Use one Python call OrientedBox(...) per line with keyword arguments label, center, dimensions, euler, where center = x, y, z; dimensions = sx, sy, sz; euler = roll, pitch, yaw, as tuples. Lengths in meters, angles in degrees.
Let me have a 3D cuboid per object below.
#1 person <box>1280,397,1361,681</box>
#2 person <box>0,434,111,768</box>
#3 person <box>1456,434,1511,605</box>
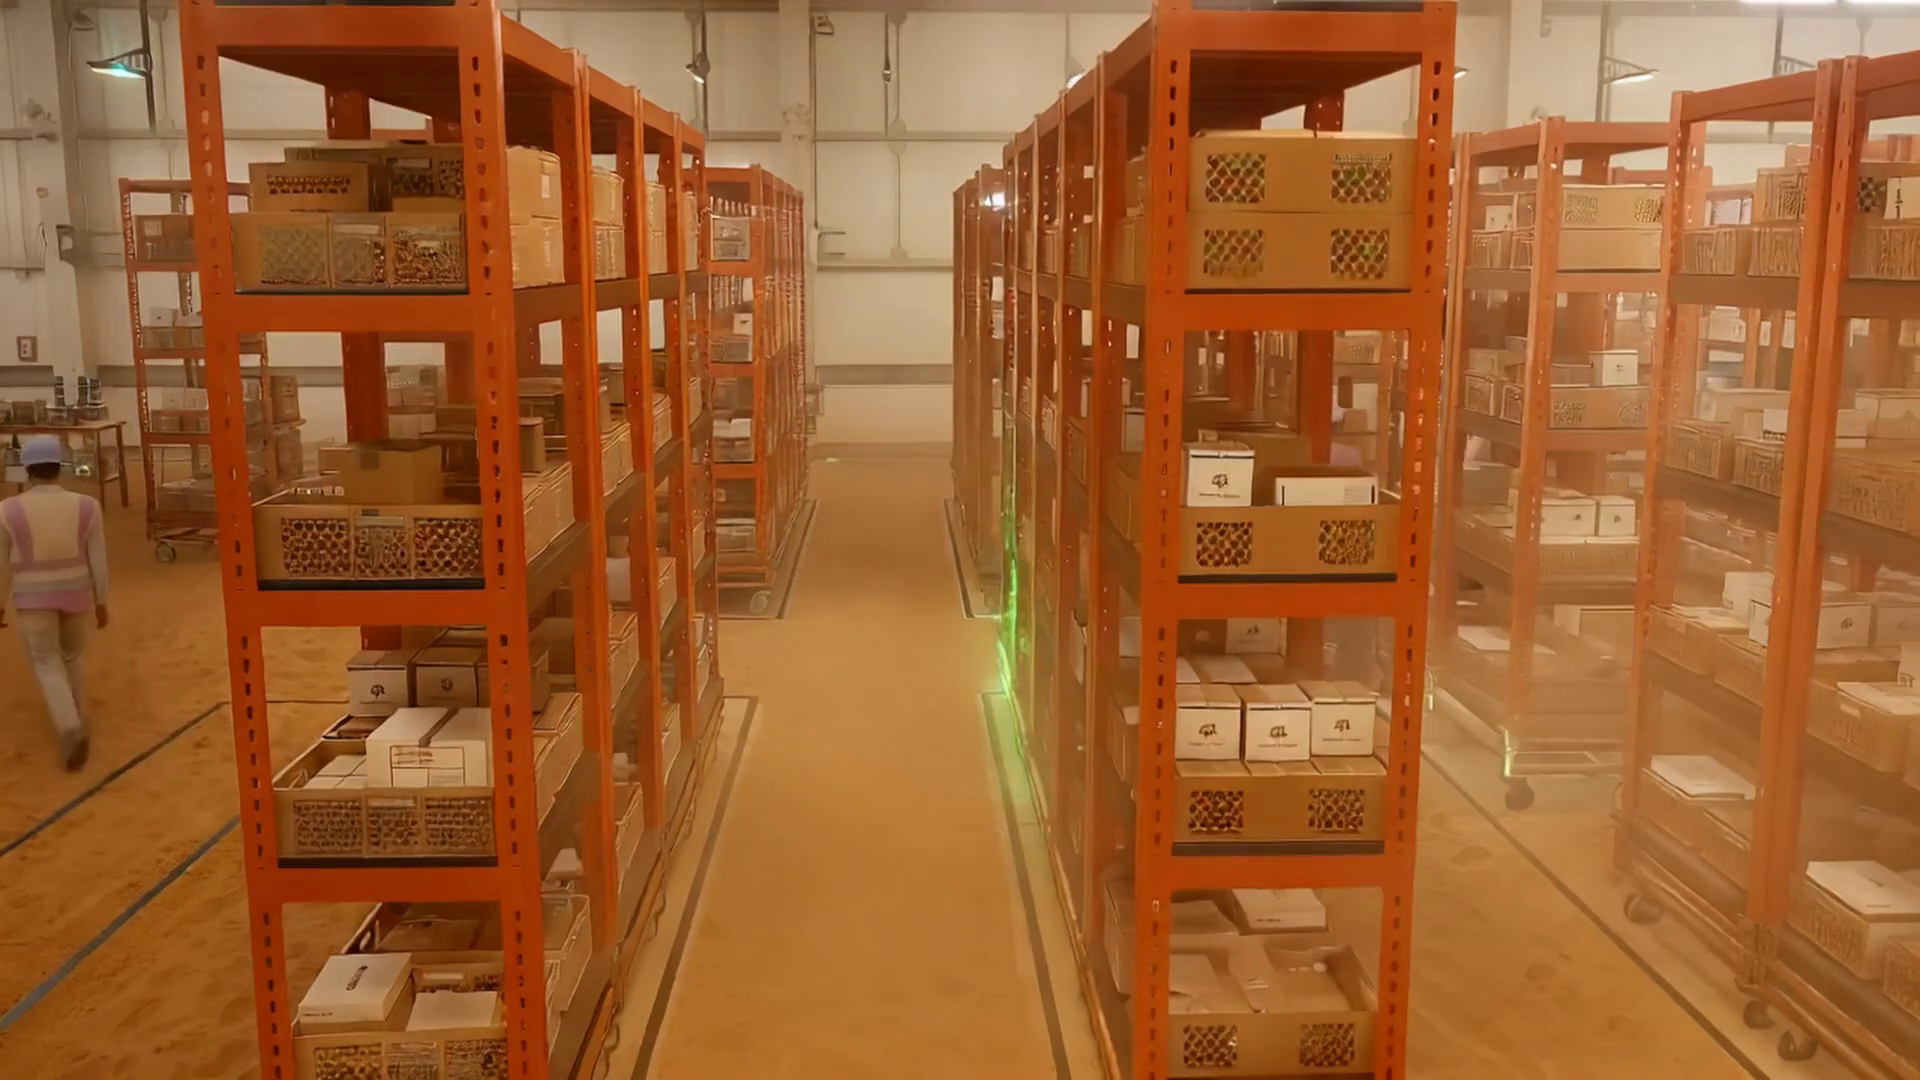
OrientedBox(label="person", center=(2.437, -0.010, 11.366), dimensions=(0.612, 1.995, 0.376), euler=(-2, 10, -10))
OrientedBox(label="person", center=(-5.242, 0.338, 9.653), dimensions=(0.971, 1.904, 0.600), euler=(10, 14, 43))
OrientedBox(label="person", center=(4.117, -0.203, 13.008), dimensions=(0.414, 1.808, 0.600), euler=(1, 10, 4))
